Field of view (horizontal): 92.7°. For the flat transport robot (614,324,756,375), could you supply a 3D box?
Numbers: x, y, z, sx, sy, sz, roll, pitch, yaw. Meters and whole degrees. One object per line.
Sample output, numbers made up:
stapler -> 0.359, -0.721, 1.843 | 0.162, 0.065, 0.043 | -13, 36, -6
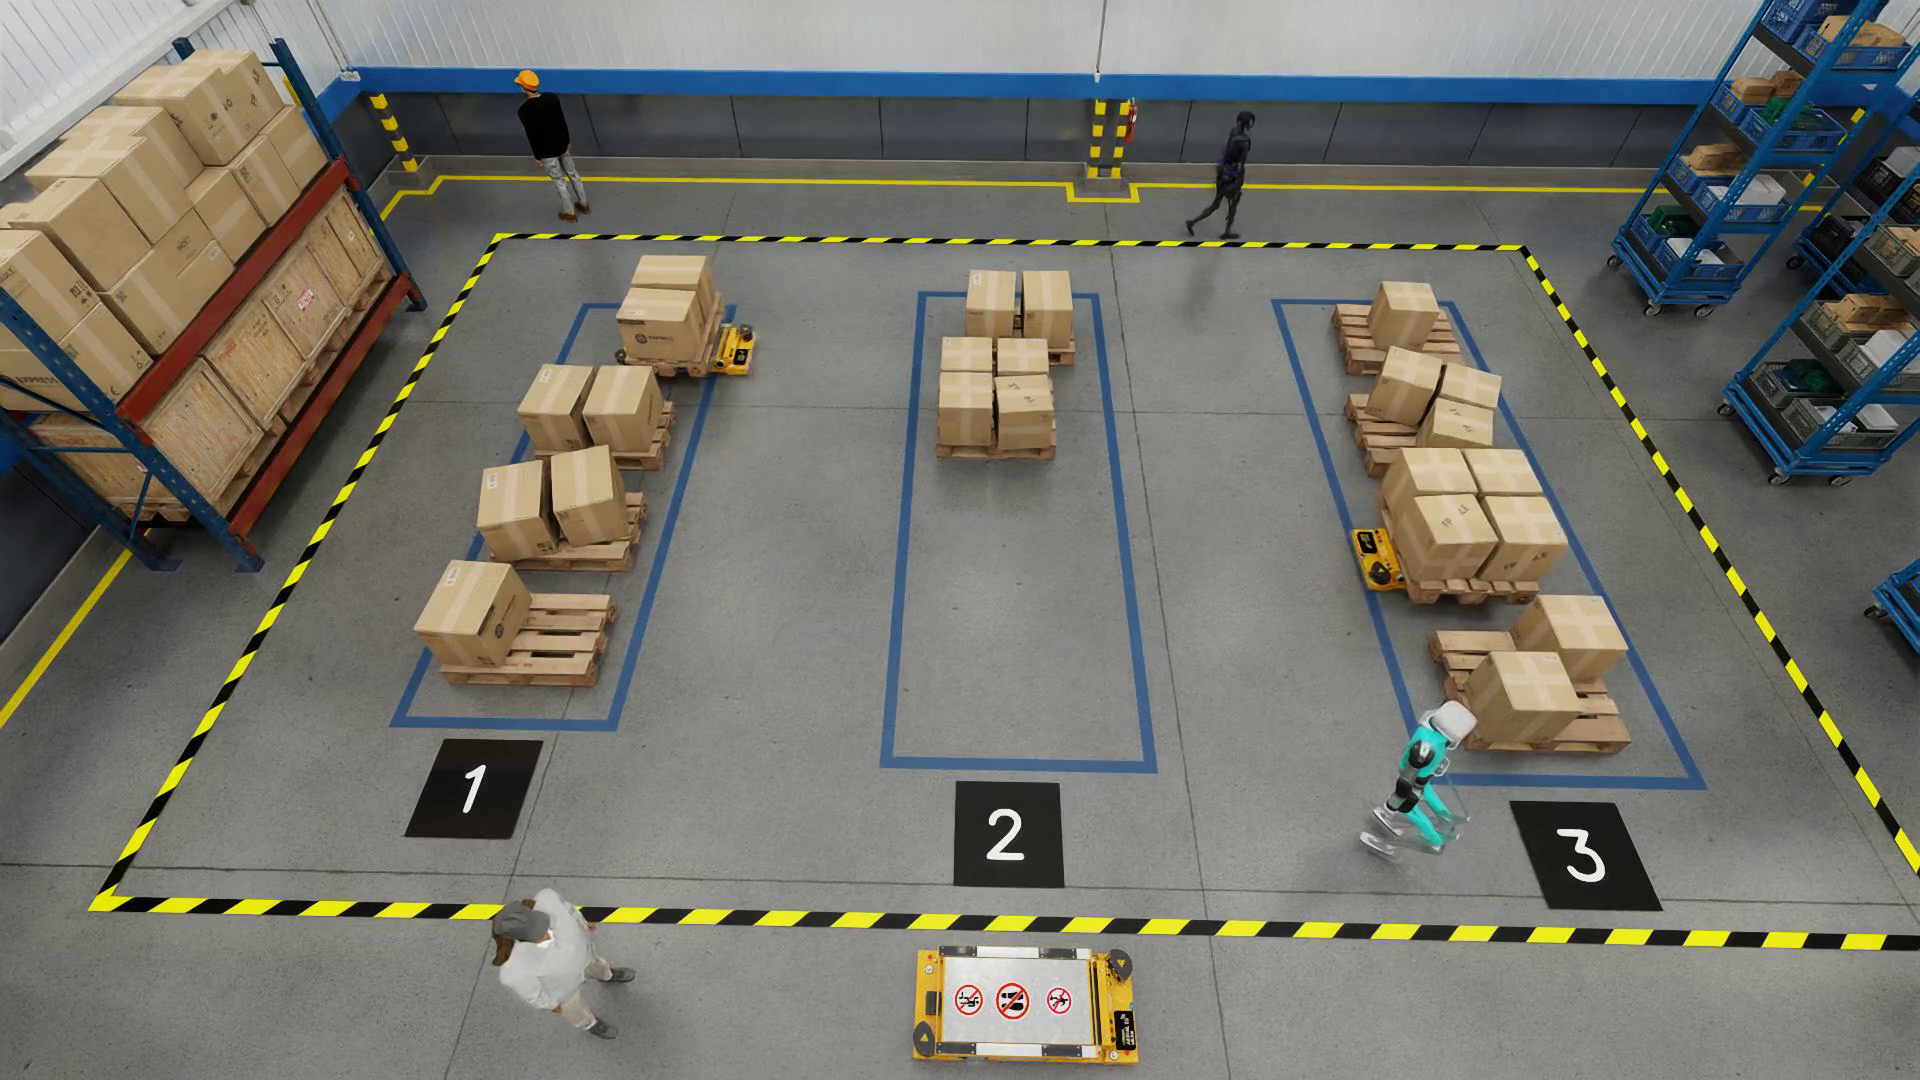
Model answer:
flat transport robot -> -3.054, -2.141, 10.213 | 1.431, 0.197, 0.652 | 1, 51, 1

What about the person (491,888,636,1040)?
person -> -2.375, 2.520, 5.462 | 0.396, 1.770, 0.563 | 6, 51, 5

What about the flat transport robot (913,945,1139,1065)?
flat transport robot -> 0.422, 3.041, 6.007 | 1.431, 0.231, 0.659 | 1, 51, 1

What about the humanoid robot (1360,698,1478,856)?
humanoid robot -> 3.163, 1.696, 6.069 | 0.735, 1.677, 0.533 | 36, 59, 26

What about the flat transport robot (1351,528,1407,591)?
flat transport robot -> 4.387, 0.150, 8.346 | 1.431, 0.197, 0.652 | 1, 51, 1

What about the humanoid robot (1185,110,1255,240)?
humanoid robot -> 3.242, -4.431, 11.209 | 0.693, 1.646, 0.616 | -7, 51, -5

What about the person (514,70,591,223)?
person -> -5.084, -4.889, 11.430 | 0.361, 1.884, 0.586 | 25, 55, 19
